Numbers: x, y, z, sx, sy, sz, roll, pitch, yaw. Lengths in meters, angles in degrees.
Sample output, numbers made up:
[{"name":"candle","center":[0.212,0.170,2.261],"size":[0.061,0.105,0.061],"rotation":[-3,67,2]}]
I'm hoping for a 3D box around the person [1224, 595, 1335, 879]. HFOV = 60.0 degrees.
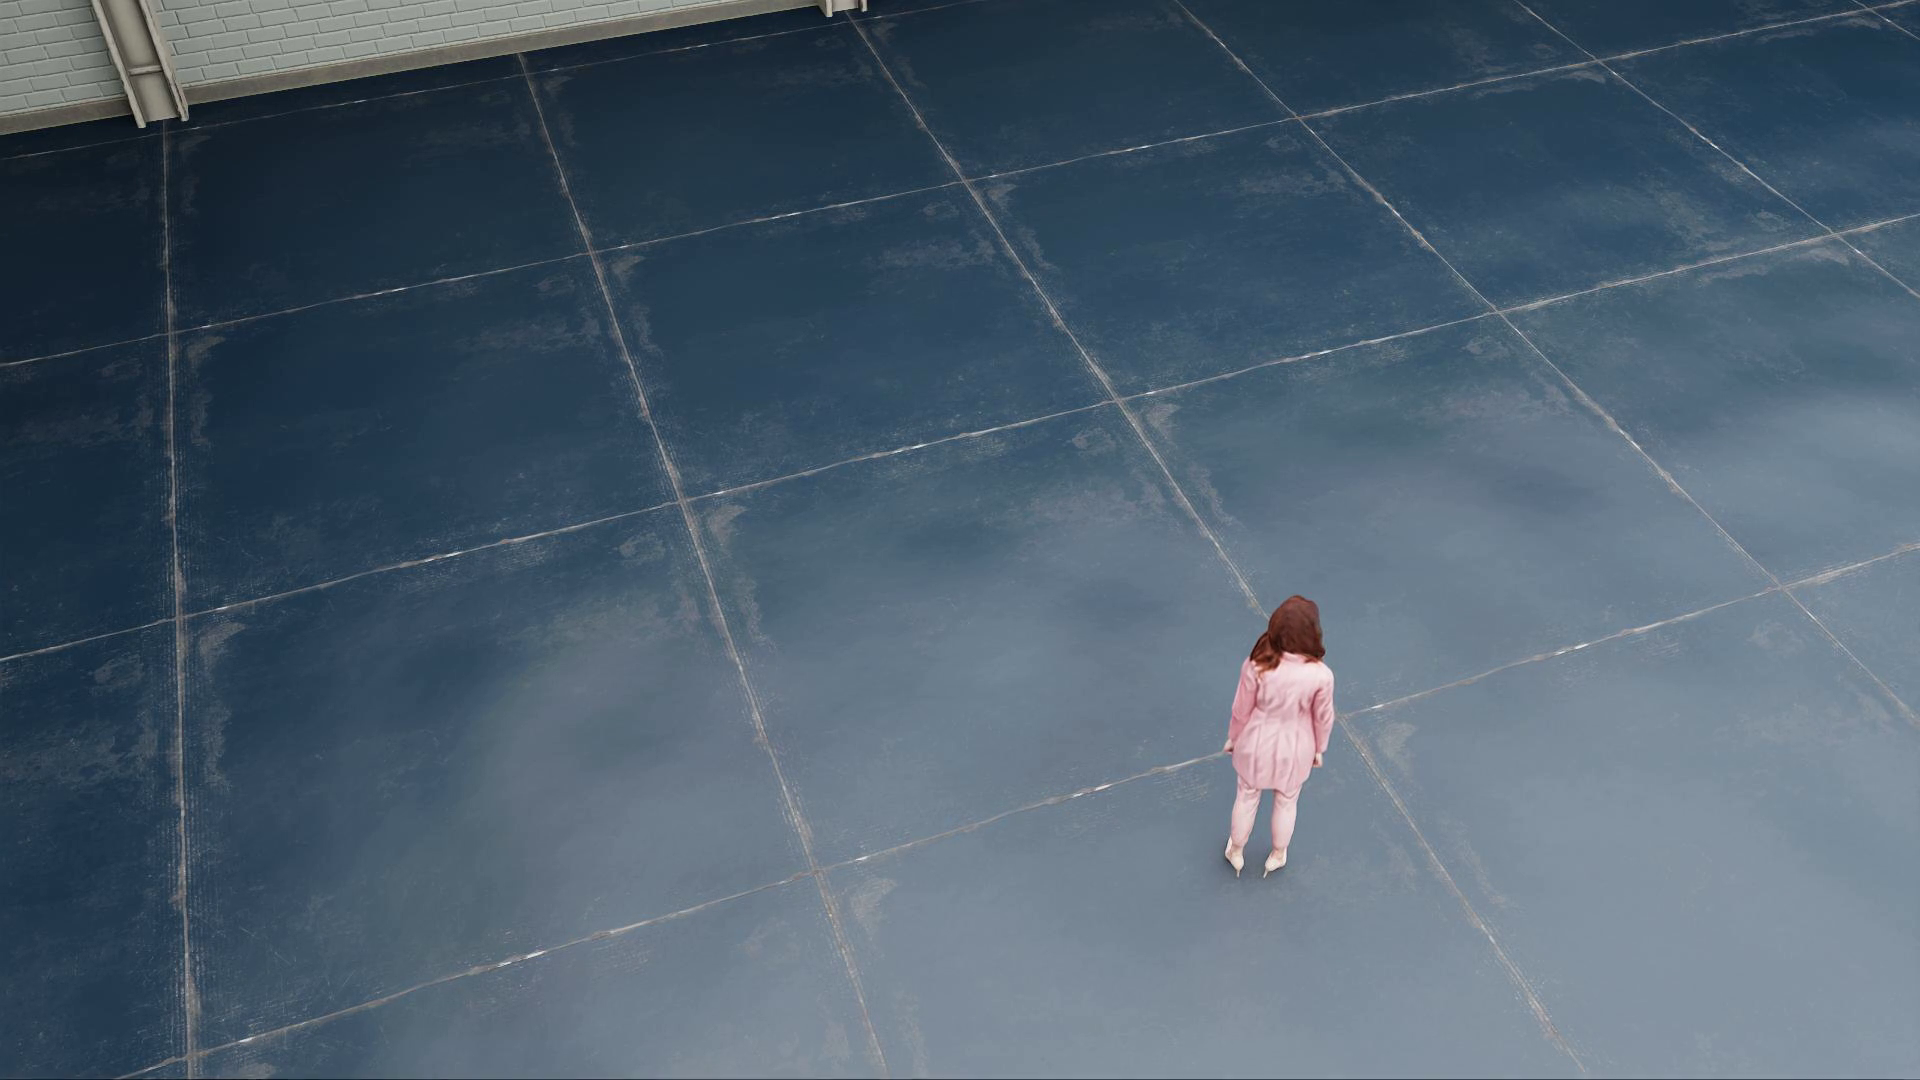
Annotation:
[{"name":"person","center":[1.479,0.975,7.852],"size":[0.642,1.800,0.758],"rotation":[8,44,8]}]
